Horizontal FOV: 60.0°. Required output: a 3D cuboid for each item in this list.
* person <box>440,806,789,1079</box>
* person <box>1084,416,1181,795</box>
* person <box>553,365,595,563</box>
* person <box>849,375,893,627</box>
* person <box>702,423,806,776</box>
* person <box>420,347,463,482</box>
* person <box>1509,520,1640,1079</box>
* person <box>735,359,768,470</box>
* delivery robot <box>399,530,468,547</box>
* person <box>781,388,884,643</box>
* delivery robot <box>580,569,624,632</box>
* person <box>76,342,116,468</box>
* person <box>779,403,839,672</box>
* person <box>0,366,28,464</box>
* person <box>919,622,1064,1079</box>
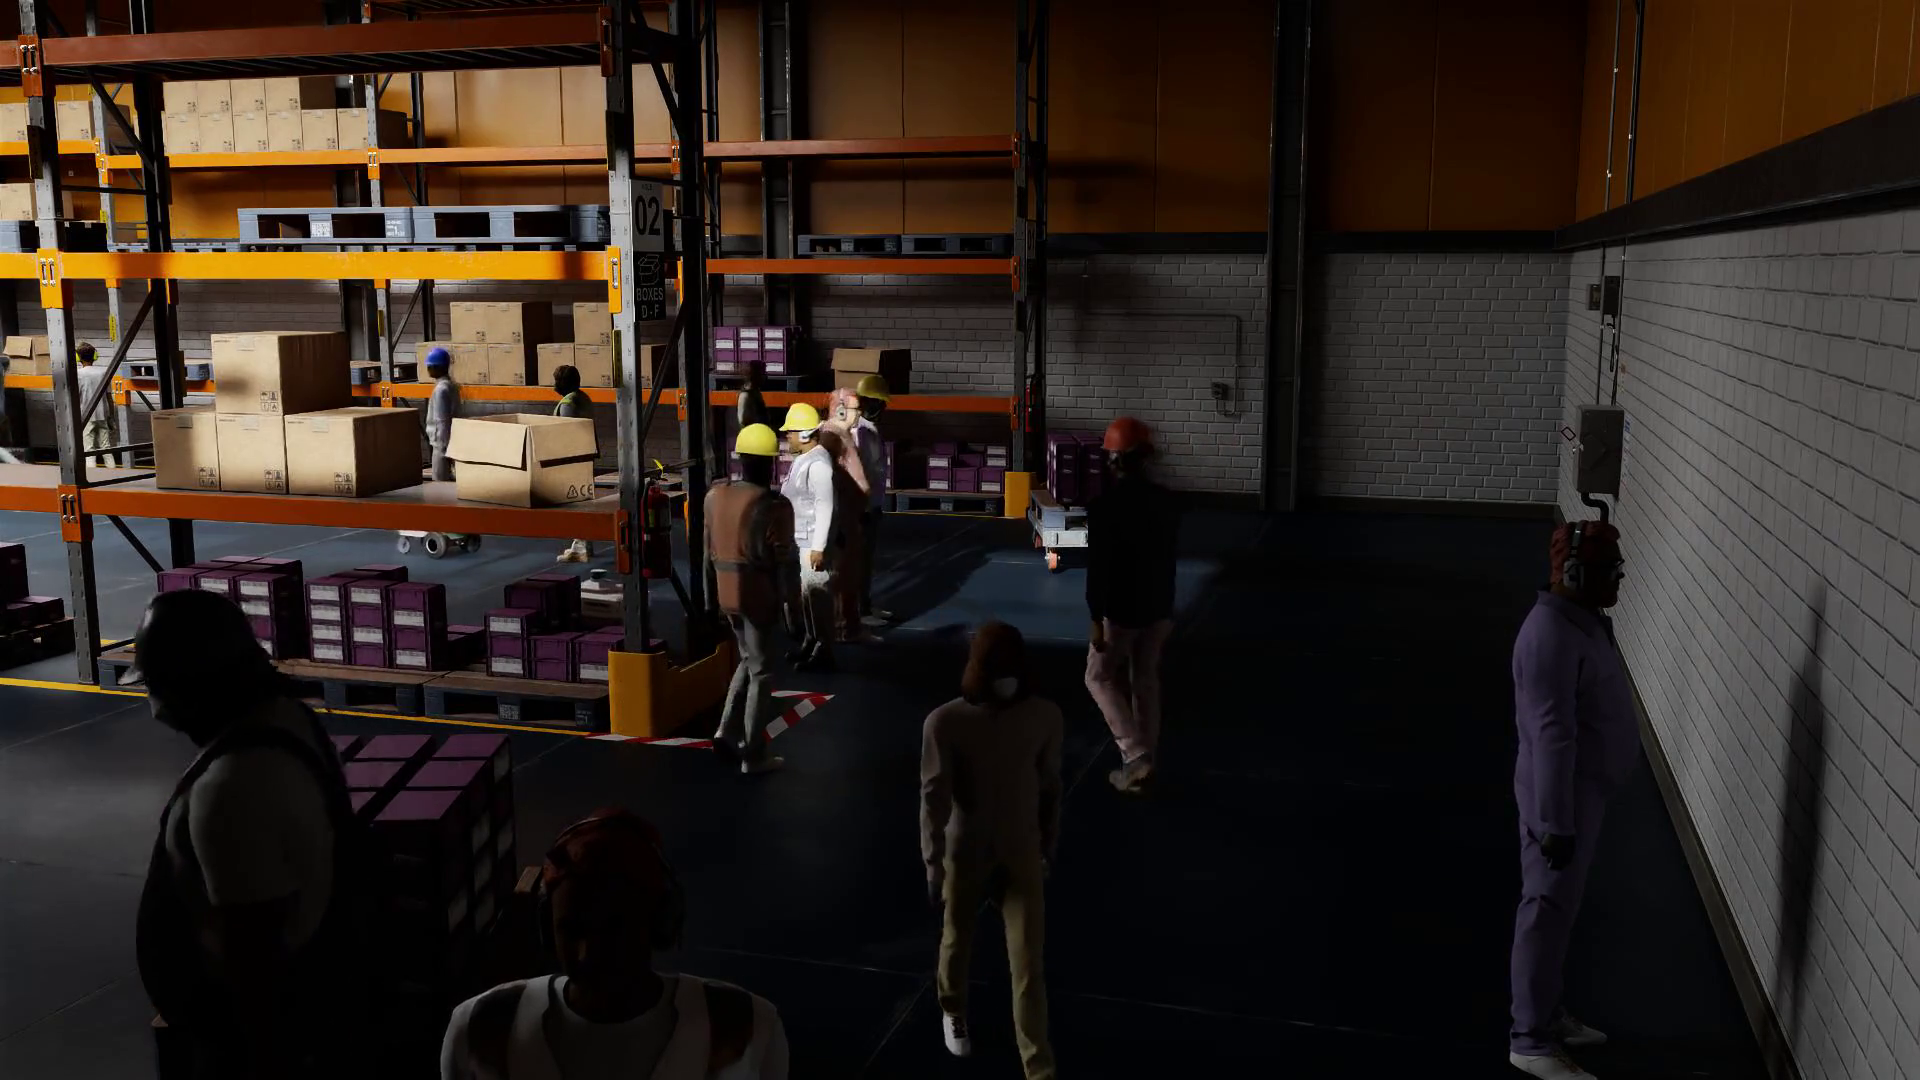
[{"bbox_3d":[-0.563,1.359,2.764,0.574,1.883,0.360,-1,9,-5],"label":"person"},{"bbox_3d":[0.883,0.351,8.609,0.632,1.974,0.453,-6,11,-32],"label":"person"},{"bbox_3d":[-3.615,-0.709,15.498,0.429,1.839,0.634,0,9,1],"label":"person"},{"bbox_3d":[-0.697,-0.308,12.792,0.373,1.925,0.585,1,9,5],"label":"person"},{"bbox_3d":[-1.104,0.324,8.983,0.607,1.907,0.416,7,11,35],"label":"person"},{"bbox_3d":[-5.212,-1.013,17.074,0.637,1.932,0.615,-1,9,-8],"label":"person"},{"bbox_3d":[2.074,0.874,5.643,0.409,1.907,0.651,4,10,25],"label":"person"},{"bbox_3d":[-2.170,-0.925,16.871,0.764,1.827,0.528,1,9,3],"label":"person"},{"bbox_3d":[-5.023,-0.179,15.886,0.707,0.478,0.477,6,11,30],"label":"delivery robot"},{"bbox_3d":[-0.923,-0.150,11.947,0.659,1.890,0.675,0,9,-1],"label":"person"},{"bbox_3d":[-2.610,0.455,12.022,0.707,0.478,0.477,5,11,28],"label":"delivery robot"},{"bbox_3d":[-10.182,-1.379,19.518,0.325,1.863,0.516,7,11,36],"label":"person"},{"bbox_3d":[-1.032,-0.020,11.325,0.403,1.828,0.598,-3,10,-16],"label":"person"},{"bbox_3d":[-11.931,-1.567,20.511,0.697,1.909,0.636,-1,9,-4],"label":"person"},{"bbox_3d":[0.109,1.052,5.534,0.510,1.588,0.864,-2,10,-13],"label":"person"}]
